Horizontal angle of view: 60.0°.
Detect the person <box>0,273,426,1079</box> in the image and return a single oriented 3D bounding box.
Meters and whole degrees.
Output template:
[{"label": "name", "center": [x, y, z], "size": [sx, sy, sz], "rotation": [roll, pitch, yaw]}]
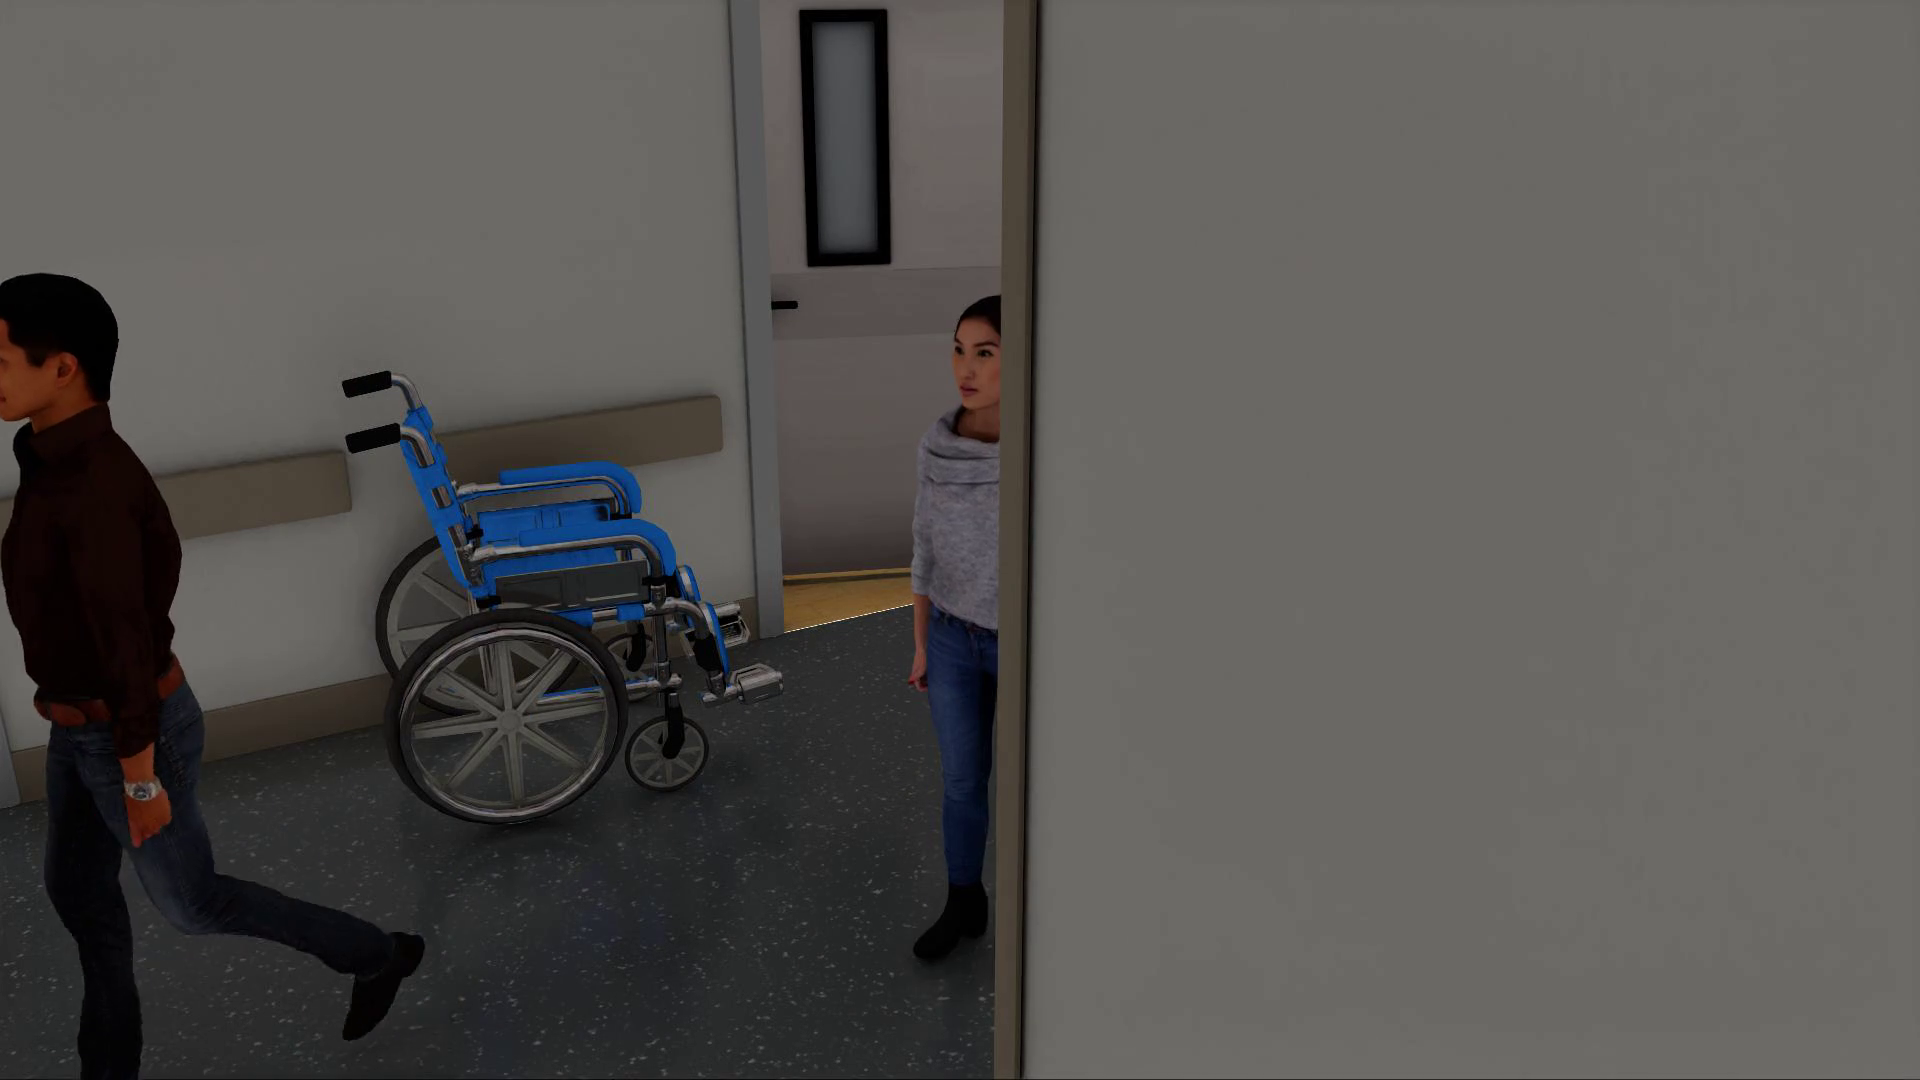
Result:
[{"label": "person", "center": [-1.539, 0.360, 3.266], "size": [1.108, 1.756, 0.742], "rotation": [-15, 26, -35]}]
